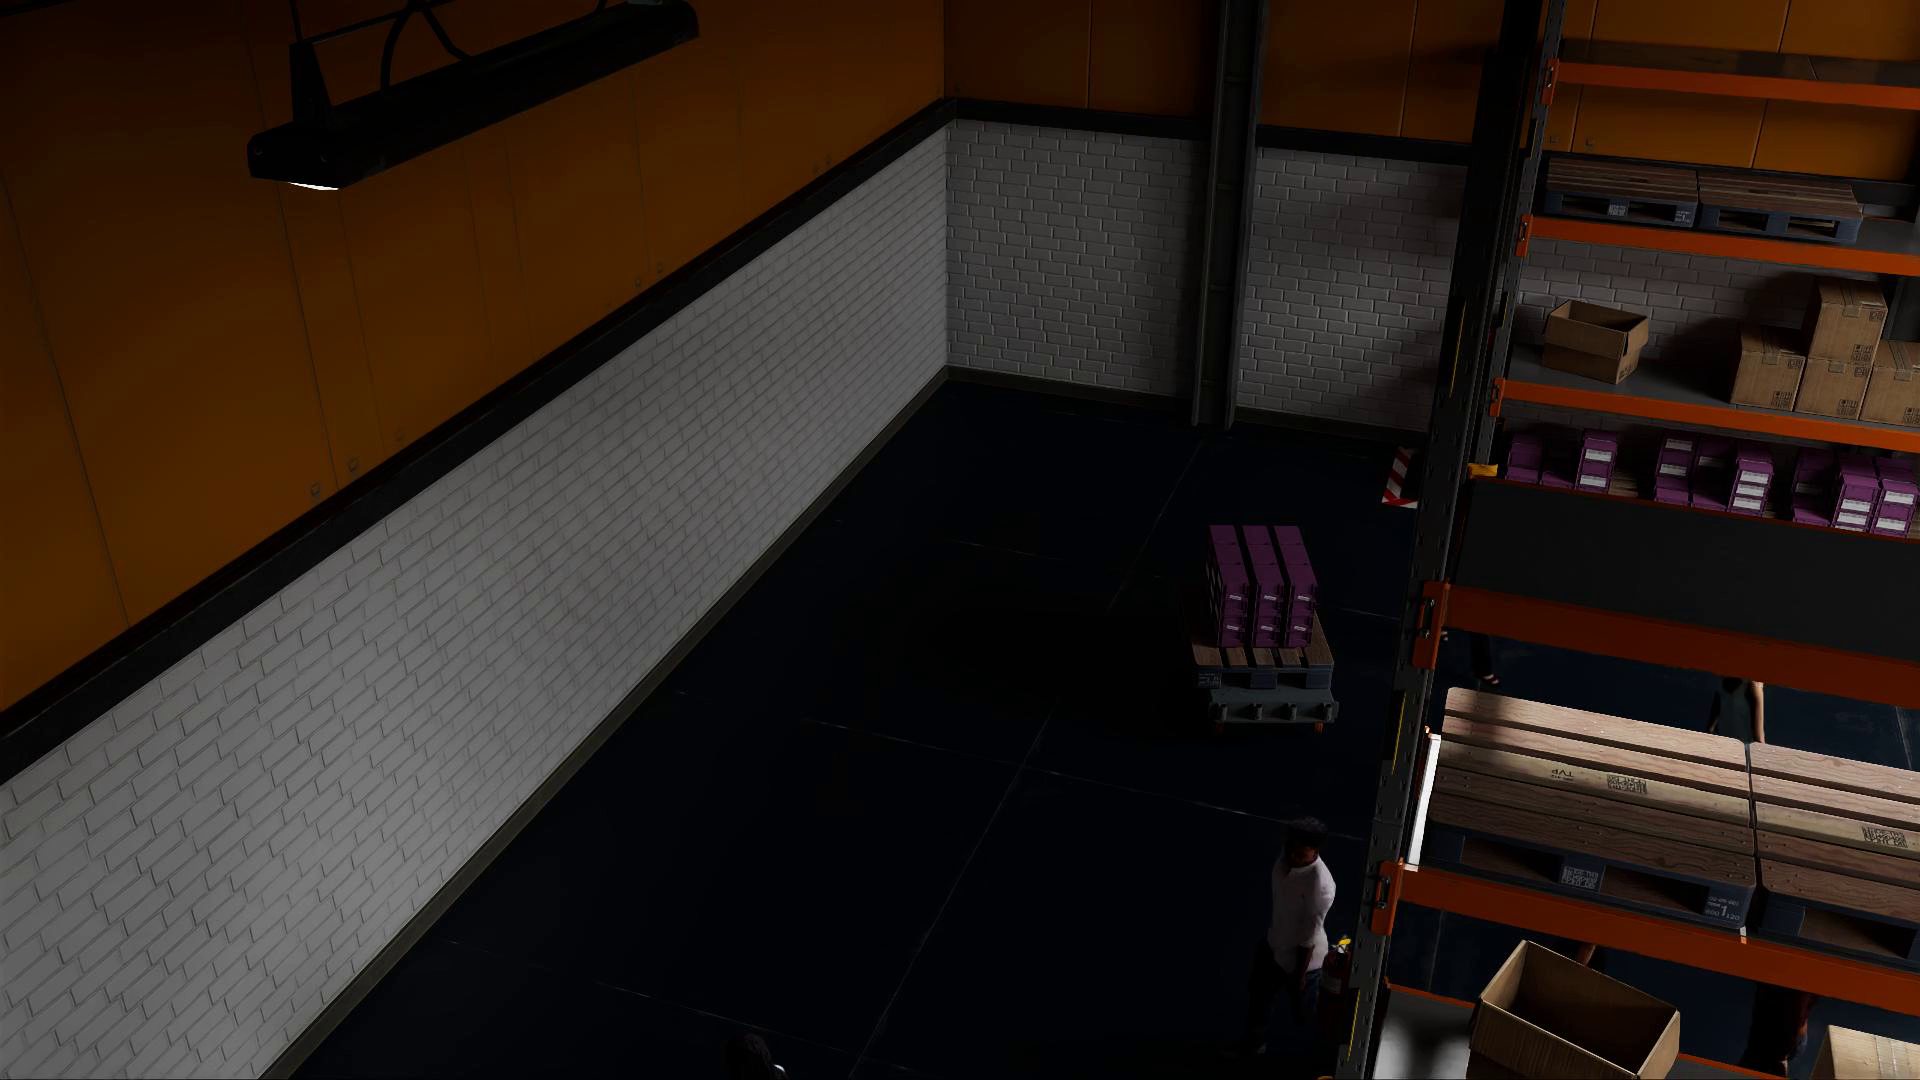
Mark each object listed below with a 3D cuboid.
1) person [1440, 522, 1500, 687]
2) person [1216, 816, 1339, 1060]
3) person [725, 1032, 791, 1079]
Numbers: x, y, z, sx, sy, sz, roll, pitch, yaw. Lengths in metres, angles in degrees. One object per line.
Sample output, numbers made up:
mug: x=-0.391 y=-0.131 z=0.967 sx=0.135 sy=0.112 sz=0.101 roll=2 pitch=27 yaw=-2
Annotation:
person: x=3.942 y=0.255 z=12.756 sx=0.998 sy=1.627 sz=1.127 roll=-17 pitch=33 yaw=-28
person: x=1.902 y=2.203 z=9.020 sx=1.148 sy=1.783 sz=1.035 roll=-6 pitch=29 yaw=-11
person: x=-0.926 y=2.965 z=7.700 sx=0.566 sy=1.711 sz=0.634 roll=14 pitch=32 yaw=25
